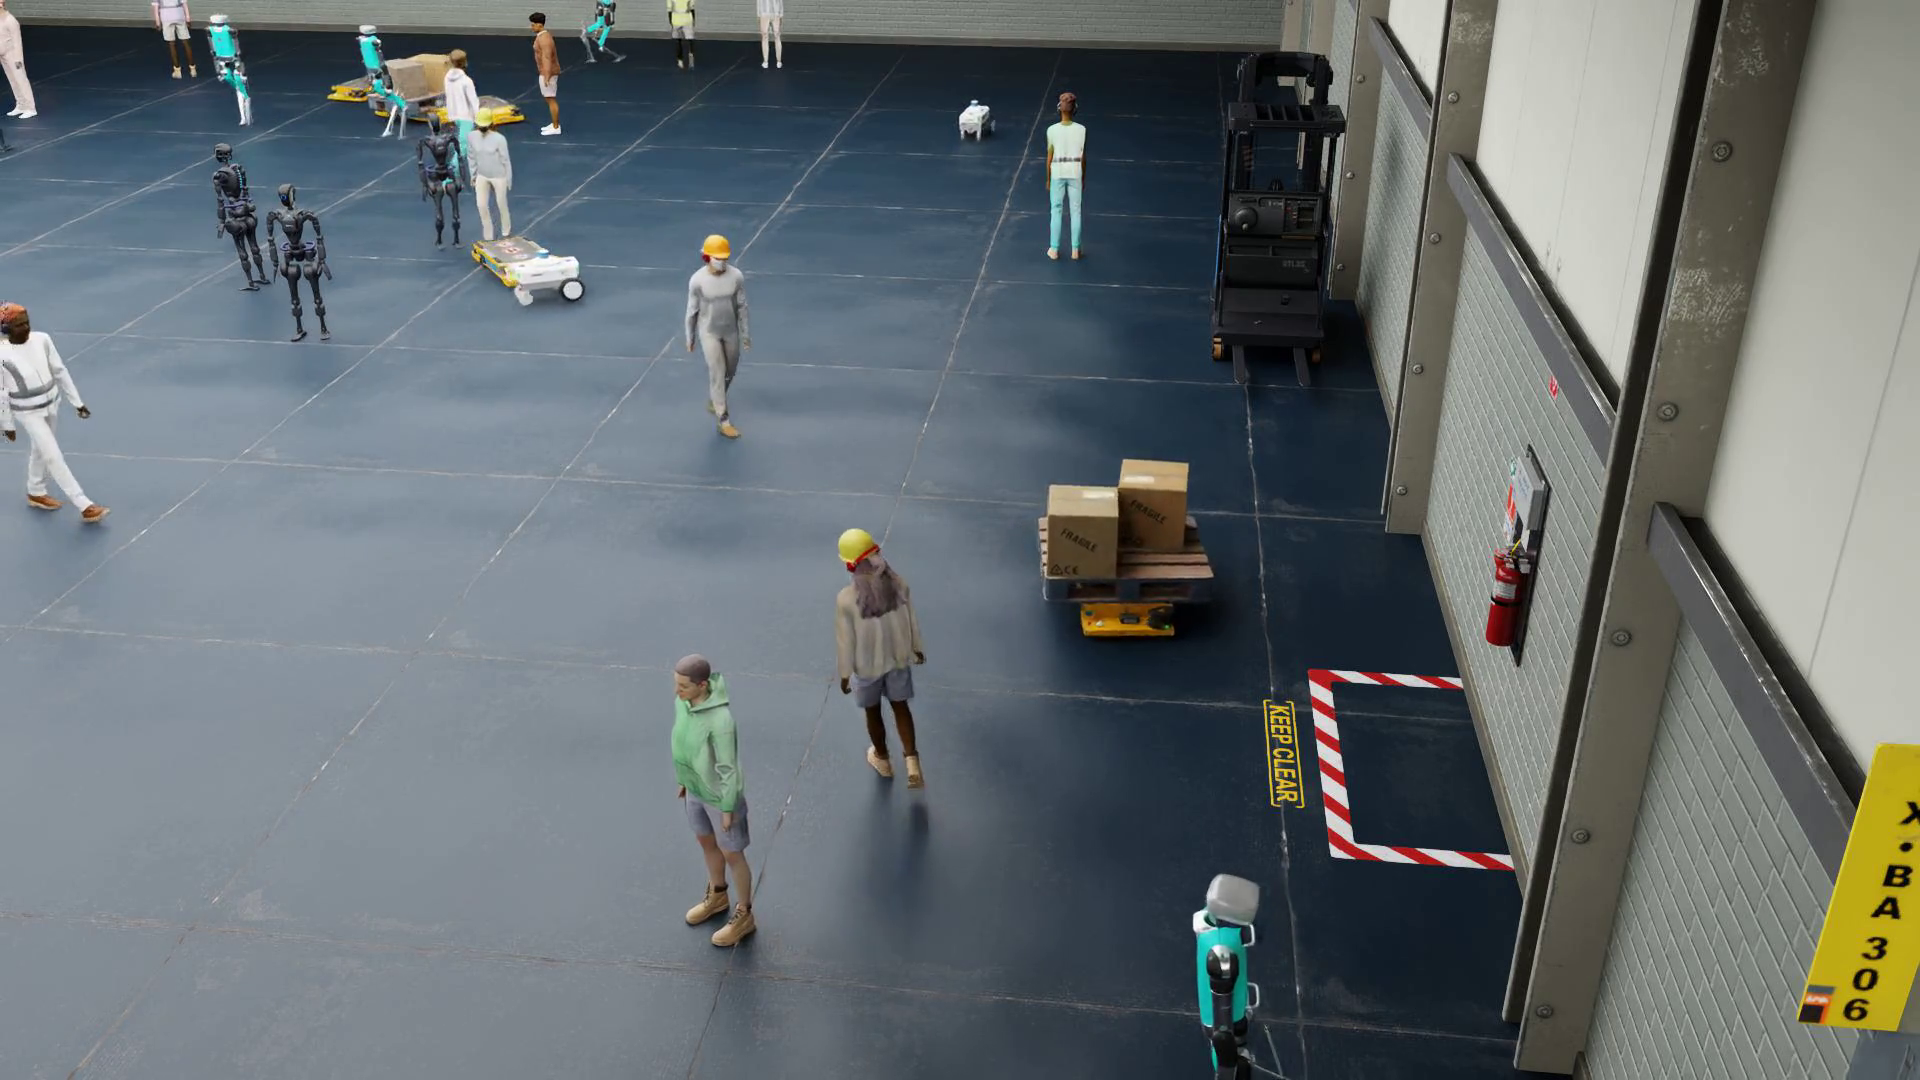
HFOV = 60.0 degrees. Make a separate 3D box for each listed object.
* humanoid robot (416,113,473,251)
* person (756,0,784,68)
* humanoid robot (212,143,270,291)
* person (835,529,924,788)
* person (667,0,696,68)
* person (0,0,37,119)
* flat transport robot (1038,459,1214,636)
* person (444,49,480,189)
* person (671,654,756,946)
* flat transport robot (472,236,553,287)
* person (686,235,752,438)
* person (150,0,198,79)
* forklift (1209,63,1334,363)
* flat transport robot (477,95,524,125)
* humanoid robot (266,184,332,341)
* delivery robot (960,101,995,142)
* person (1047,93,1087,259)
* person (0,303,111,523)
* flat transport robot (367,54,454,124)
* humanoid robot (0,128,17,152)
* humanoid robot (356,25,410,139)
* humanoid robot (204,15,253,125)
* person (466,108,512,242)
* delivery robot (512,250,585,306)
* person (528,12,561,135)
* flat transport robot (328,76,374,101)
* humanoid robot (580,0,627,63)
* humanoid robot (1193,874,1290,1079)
[{"bbox_3d":[-6.284,-4.379,20.306,0.601,1.656,0.354,-16,31,-29],"label":"humanoid robot"},{"bbox_3d":[-3.488,-9.660,30.644,0.491,1.871,0.405,-7,27,-14],"label":"person"},{"bbox_3d":[-8.206,-3.674,18.885,0.315,1.657,0.599,6,27,12],"label":"humanoid robot"},{"bbox_3d":[-0.451,0.752,10.006,0.576,1.732,0.594,-10,28,-19],"label":"person"},{"bbox_3d":[-5.094,-9.490,30.499,0.530,1.672,0.647,-5,27,-11],"label":"person"},{"bbox_3d":[-15.374,-7.811,26.905,0.640,1.908,0.414,19,32,33],"label":"person"},{"bbox_3d":[1.210,0.307,12.525,0.659,0.231,1.431,0,27,0],"label":"flat transport robot"},{"bbox_3d":[-6.853,-5.822,22.980,0.509,1.870,0.999,18,32,31],"label":"person"},{"bbox_3d":[-1.314,1.351,8.809,0.464,1.732,0.327,23,35,38],"label":"person"},{"bbox_3d":[-5.277,-3.322,19.770,0.659,0.231,1.431,-15,30,-28],"label":"flat transport robot"},{"bbox_3d":[-2.231,-1.926,15.211,0.572,1.865,0.800,-14,30,-26],"label":"person"},{"bbox_3d":[-14.101,-9.322,29.770,0.606,2.044,0.388,-17,31,-30],"label":"person"},{"bbox_3d":[3.241,-3.477,17.183,1.129,2.768,1.873,3,27,6],"label":"forklift"},{"bbox_3d":[-7.724,-7.026,27.165,0.659,0.231,1.431,-18,32,-32],"label":"flat transport robot"},{"bbox_3d":[-6.870,-2.894,17.328,0.599,1.657,0.315,-2,27,-5],"label":"humanoid robot"},{"bbox_3d":[0.233,-6.522,25.830,0.499,0.586,0.773,6,27,12],"label":"delivery robot"},{"bbox_3d":[1.267,-4.340,19.899,0.484,1.979,0.405,0,27,-1],"label":"person"},{"bbox_3d":[-7.409,-1.032,13.446,0.976,1.832,0.589,9,28,18],"label":"person"},{"bbox_3d":[-8.776,-6.999,27.112,1.431,0.231,0.659,15,30,27],"label":"flat transport robot"},{"bbox_3d":[-14.596,-6.524,24.659,0.607,1.644,0.727,17,31,30],"label":"humanoid robot"},{"bbox_3d":[-8.762,-7.030,25.509,0.530,1.760,0.716,19,32,33],"label":"humanoid robot"},{"bbox_3d":[-11.452,-7.388,26.386,0.539,1.900,0.719,5,27,10],"label":"humanoid robot"},{"bbox_3d":[-5.739,-4.403,20.289,0.544,1.726,0.717,3,27,6],"label":"person"},{"bbox_3d":[-4.631,-2.965,18.759,0.803,0.614,0.499,-11,29,-21],"label":"delivery robot"},{"bbox_3d":[-6.416,-7.266,25.885,0.412,1.846,0.790,-8,28,-15],"label":"person"},{"bbox_3d":[-10.199,-7.811,28.732,0.659,0.231,1.431,9,28,17],"label":"flat transport robot"},{"bbox_3d":[-6.682,-9.564,30.629,1.031,1.750,0.536,-24,35,-39],"label":"humanoid robot"},{"bbox_3d":[1.285,2.205,7.102,1.023,1.732,0.559,3,27,6],"label":"humanoid robot"}]
